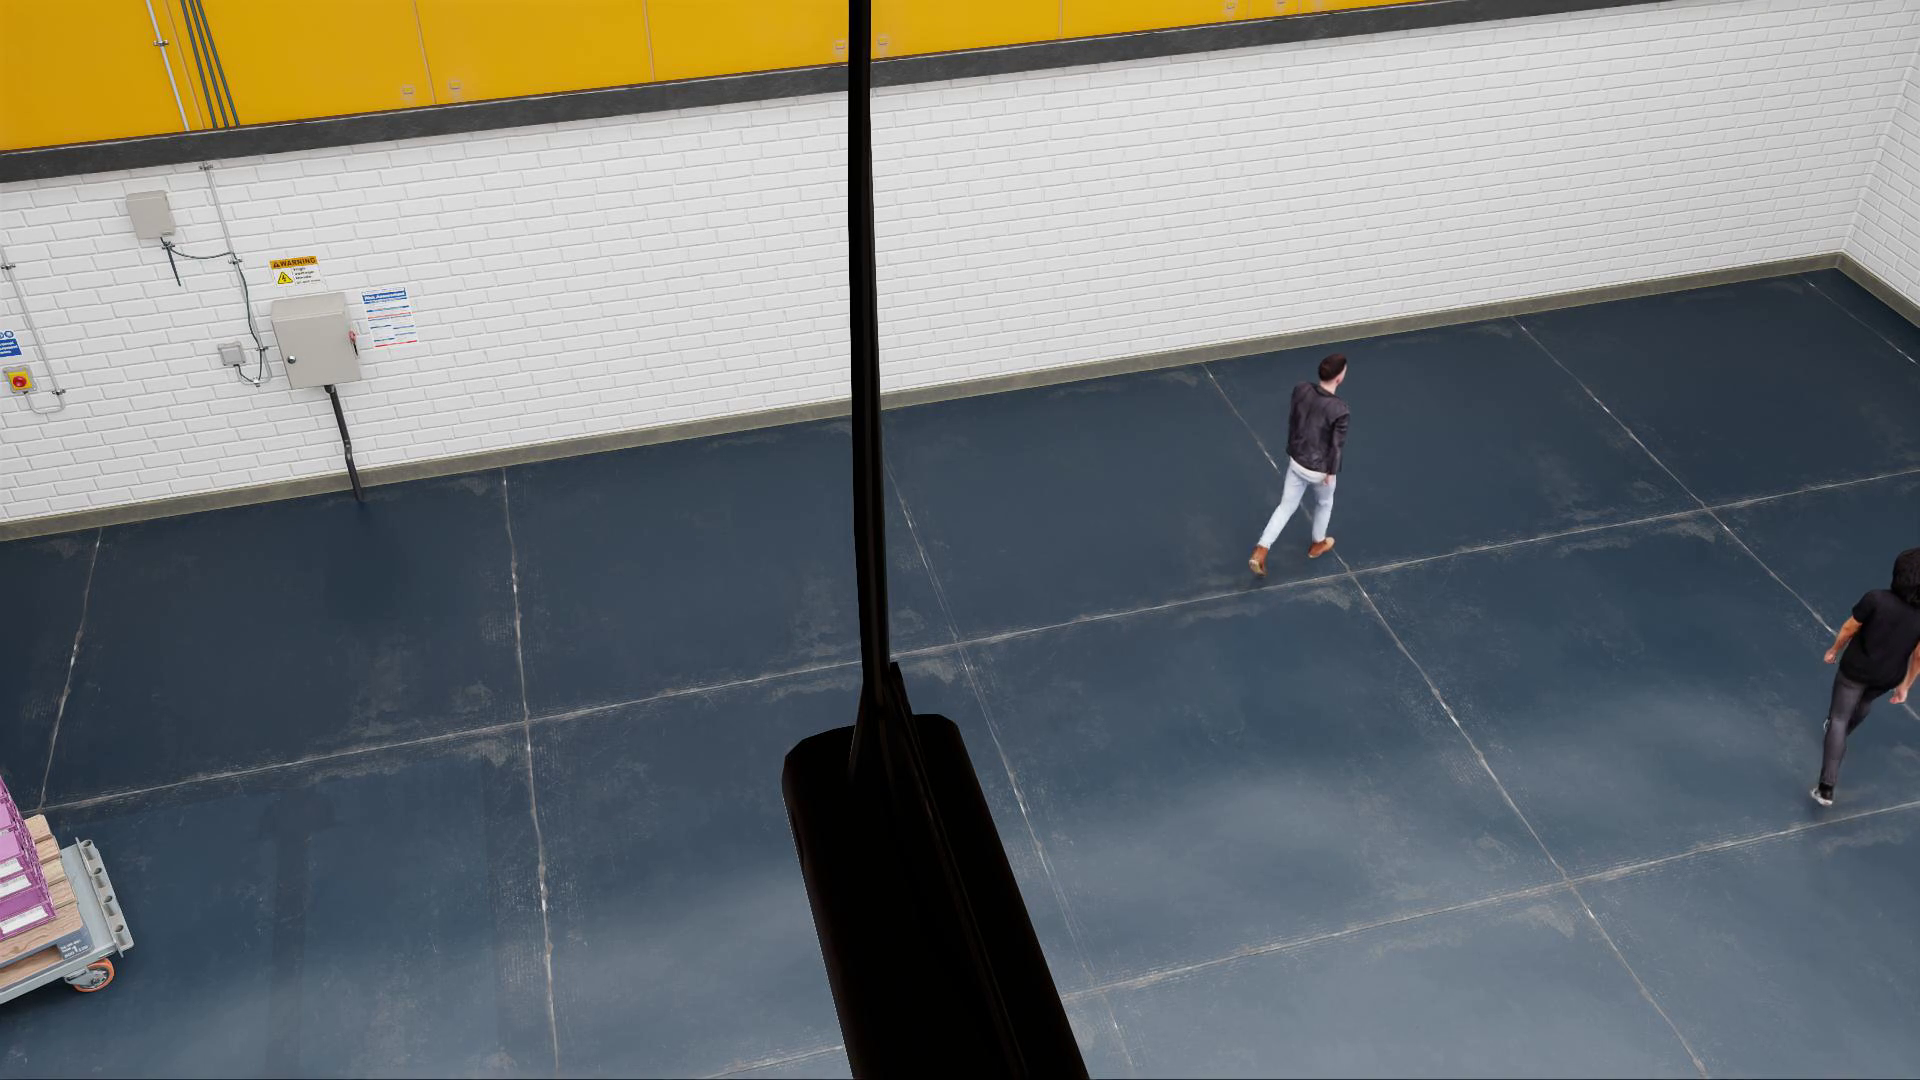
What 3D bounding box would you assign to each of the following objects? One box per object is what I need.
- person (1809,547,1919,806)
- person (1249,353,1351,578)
[{"bbox_3d":[5.502,0.827,10.055,1.021,1.806,1.213,11,40,14],"label":"person"},{"bbox_3d":[2.425,-0.505,11.723,1.151,1.805,1.085,31,48,33],"label":"person"}]
